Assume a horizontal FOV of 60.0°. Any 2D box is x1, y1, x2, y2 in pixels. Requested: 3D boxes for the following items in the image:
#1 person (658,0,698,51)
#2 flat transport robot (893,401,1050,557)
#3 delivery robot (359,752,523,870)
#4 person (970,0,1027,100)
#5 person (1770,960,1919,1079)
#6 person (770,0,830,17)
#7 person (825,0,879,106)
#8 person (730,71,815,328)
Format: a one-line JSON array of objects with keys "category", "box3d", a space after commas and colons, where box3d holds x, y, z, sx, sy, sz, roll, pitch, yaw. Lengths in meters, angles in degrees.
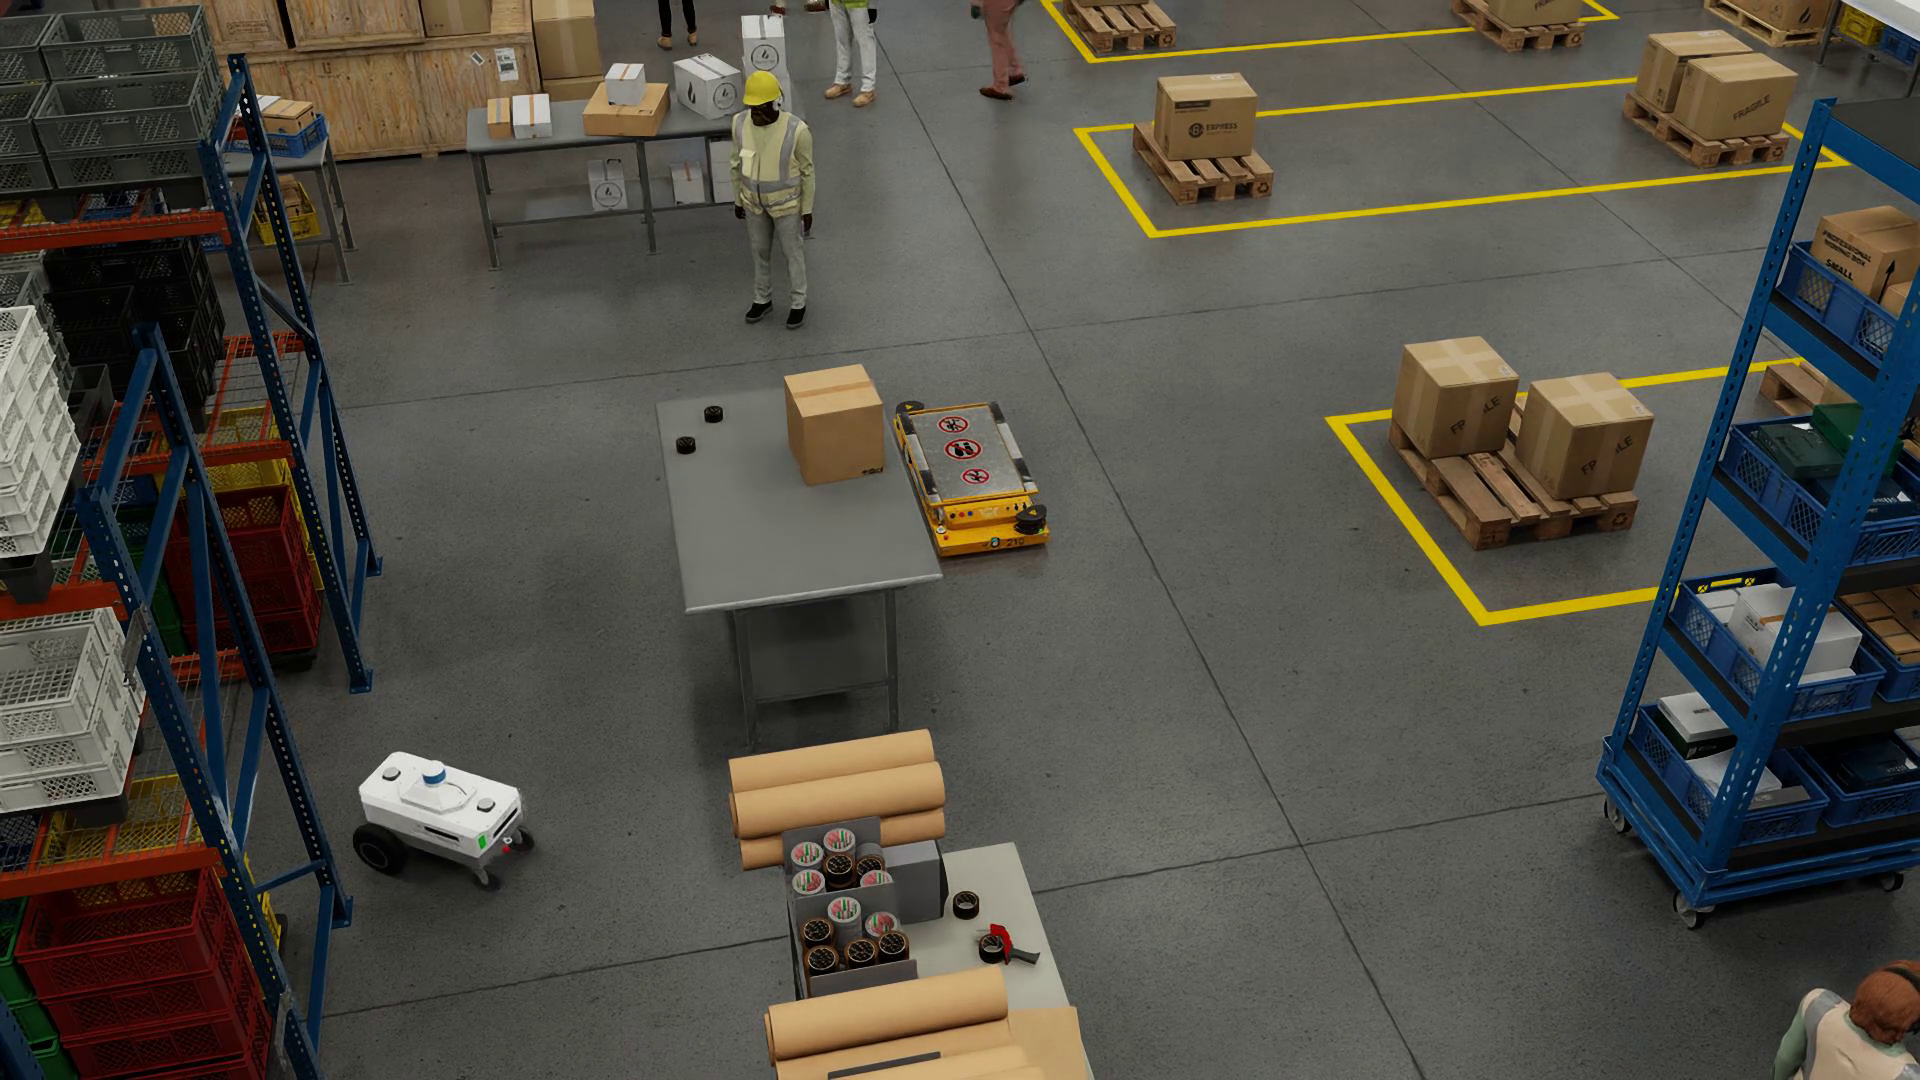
[{"category": "person", "box3d": [-2.758, -5.512, 15.752, 0.542, 1.695, 0.316, -15, 39, -20]}, {"category": "flat transport robot", "box3d": [0.046, -0.430, 10.108, 0.652, 0.197, 1.431, -8, 37, -10]}, {"category": "delivery robot", "box3d": [-2.360, 1.214, 7.588, 0.707, 0.478, 0.477, 14, 39, 18]}, {"category": "person", "box3d": [0.344, -4.848, 14.709, 0.428, 1.876, 0.672, 23, 43, 28]}, {"category": "person", "box3d": [2.958, 2.029, 5.667, 0.307, 1.637, 0.512, -19, 41, -24]}, {"category": "person", "box3d": [-1.654, -6.138, 16.484, 0.603, 1.834, 0.427, 6, 37, 8]}, {"category": "person", "box3d": [-0.963, -4.756, 14.621, 0.621, 1.839, 0.429, 25, 43, 30]}, {"category": "person", "box3d": [-1.284, -2.311, 11.337, 0.601, 1.830, 0.404, 12, 38, 15]}]
